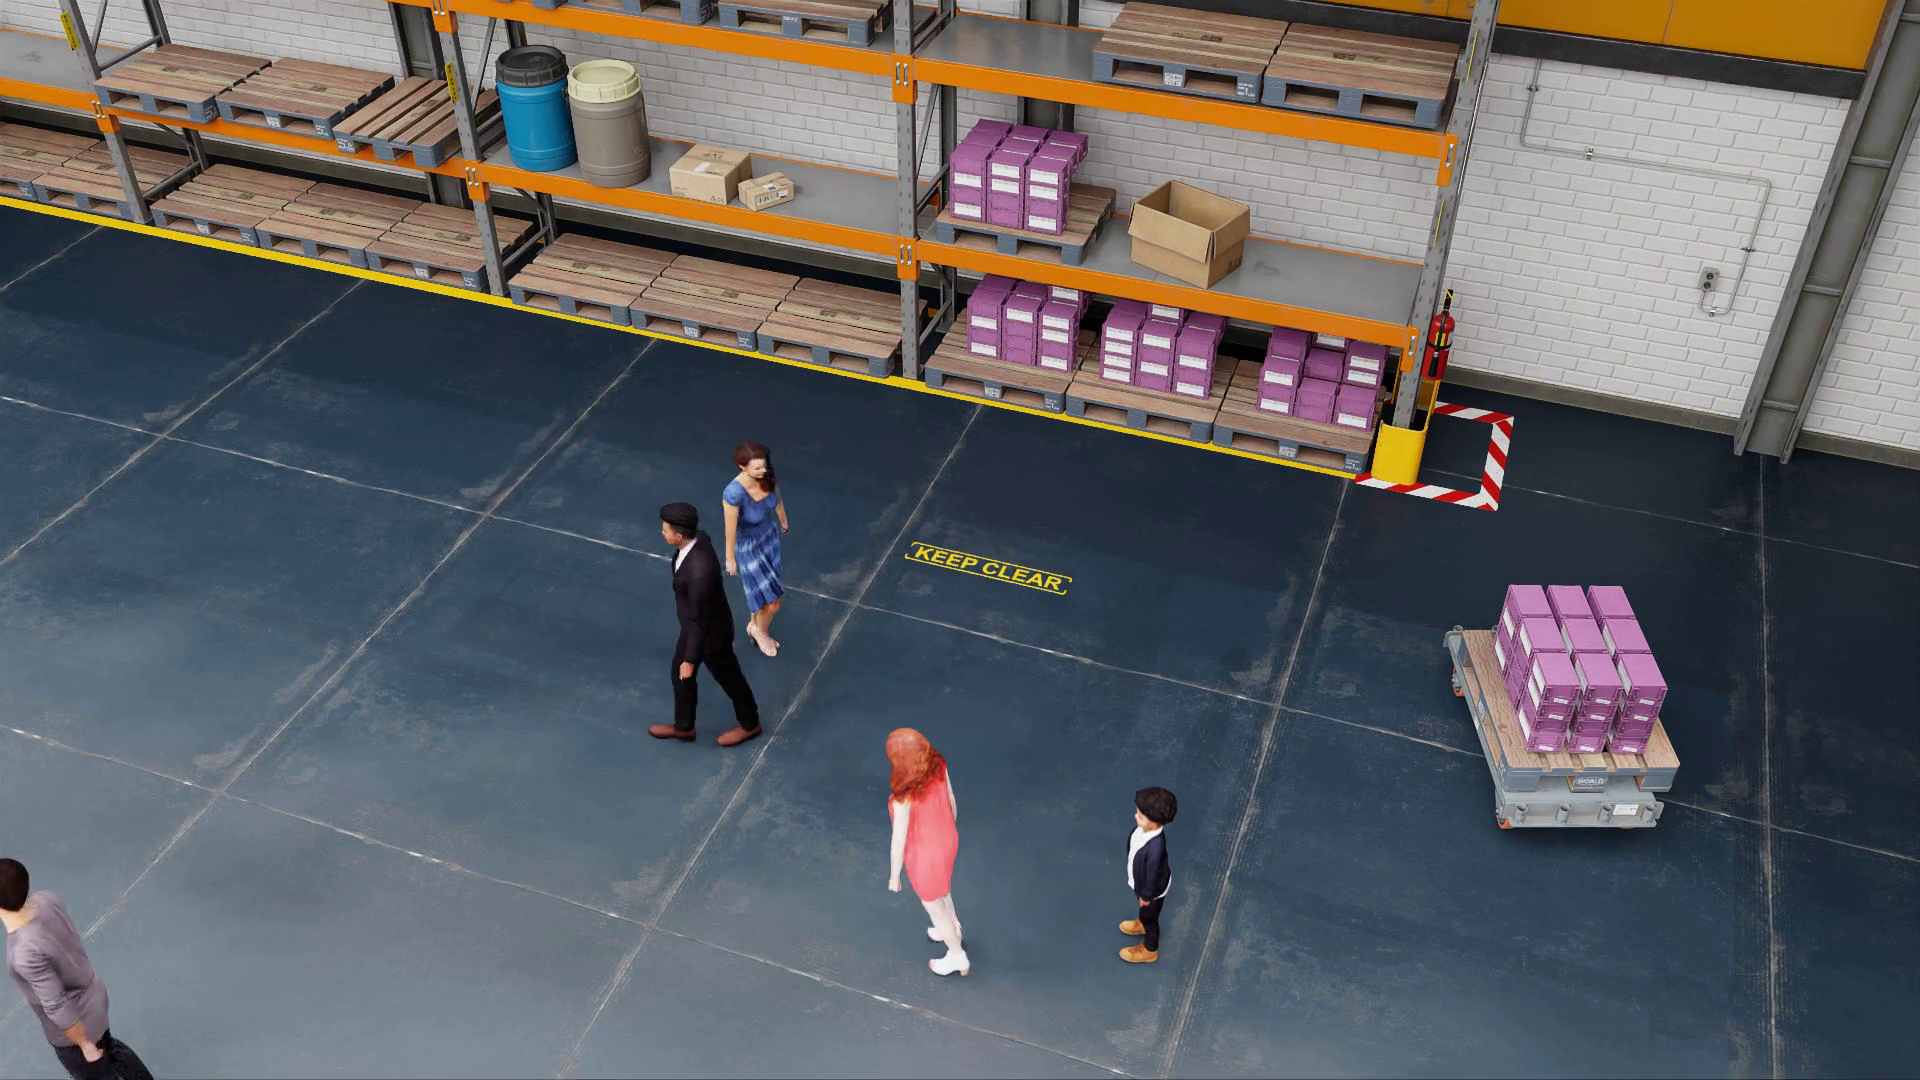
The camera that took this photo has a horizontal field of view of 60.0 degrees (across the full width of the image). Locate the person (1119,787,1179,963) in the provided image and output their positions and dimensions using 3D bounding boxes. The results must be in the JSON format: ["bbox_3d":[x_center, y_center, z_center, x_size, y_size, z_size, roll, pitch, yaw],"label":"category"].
[{"bbox_3d":[1.030,1.802,9.014,0.563,1.223,0.558,-1,39,-1],"label":"person"}]

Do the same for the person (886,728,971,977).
[{"bbox_3d":[-0.102,1.671,8.722,0.697,1.793,0.655,25,45,28],"label":"person"}]

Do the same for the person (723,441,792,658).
[{"bbox_3d":[-1.378,0.087,10.710,0.739,1.786,0.747,15,41,18],"label":"person"}]

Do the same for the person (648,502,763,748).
[{"bbox_3d":[-1.427,0.533,10.102,1.104,1.848,1.020,-14,41,-17],"label":"person"}]

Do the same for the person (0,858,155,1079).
[{"bbox_3d":[-4.180,2.269,7.956,0.926,1.814,0.928,-20,43,-23],"label":"person"}]
